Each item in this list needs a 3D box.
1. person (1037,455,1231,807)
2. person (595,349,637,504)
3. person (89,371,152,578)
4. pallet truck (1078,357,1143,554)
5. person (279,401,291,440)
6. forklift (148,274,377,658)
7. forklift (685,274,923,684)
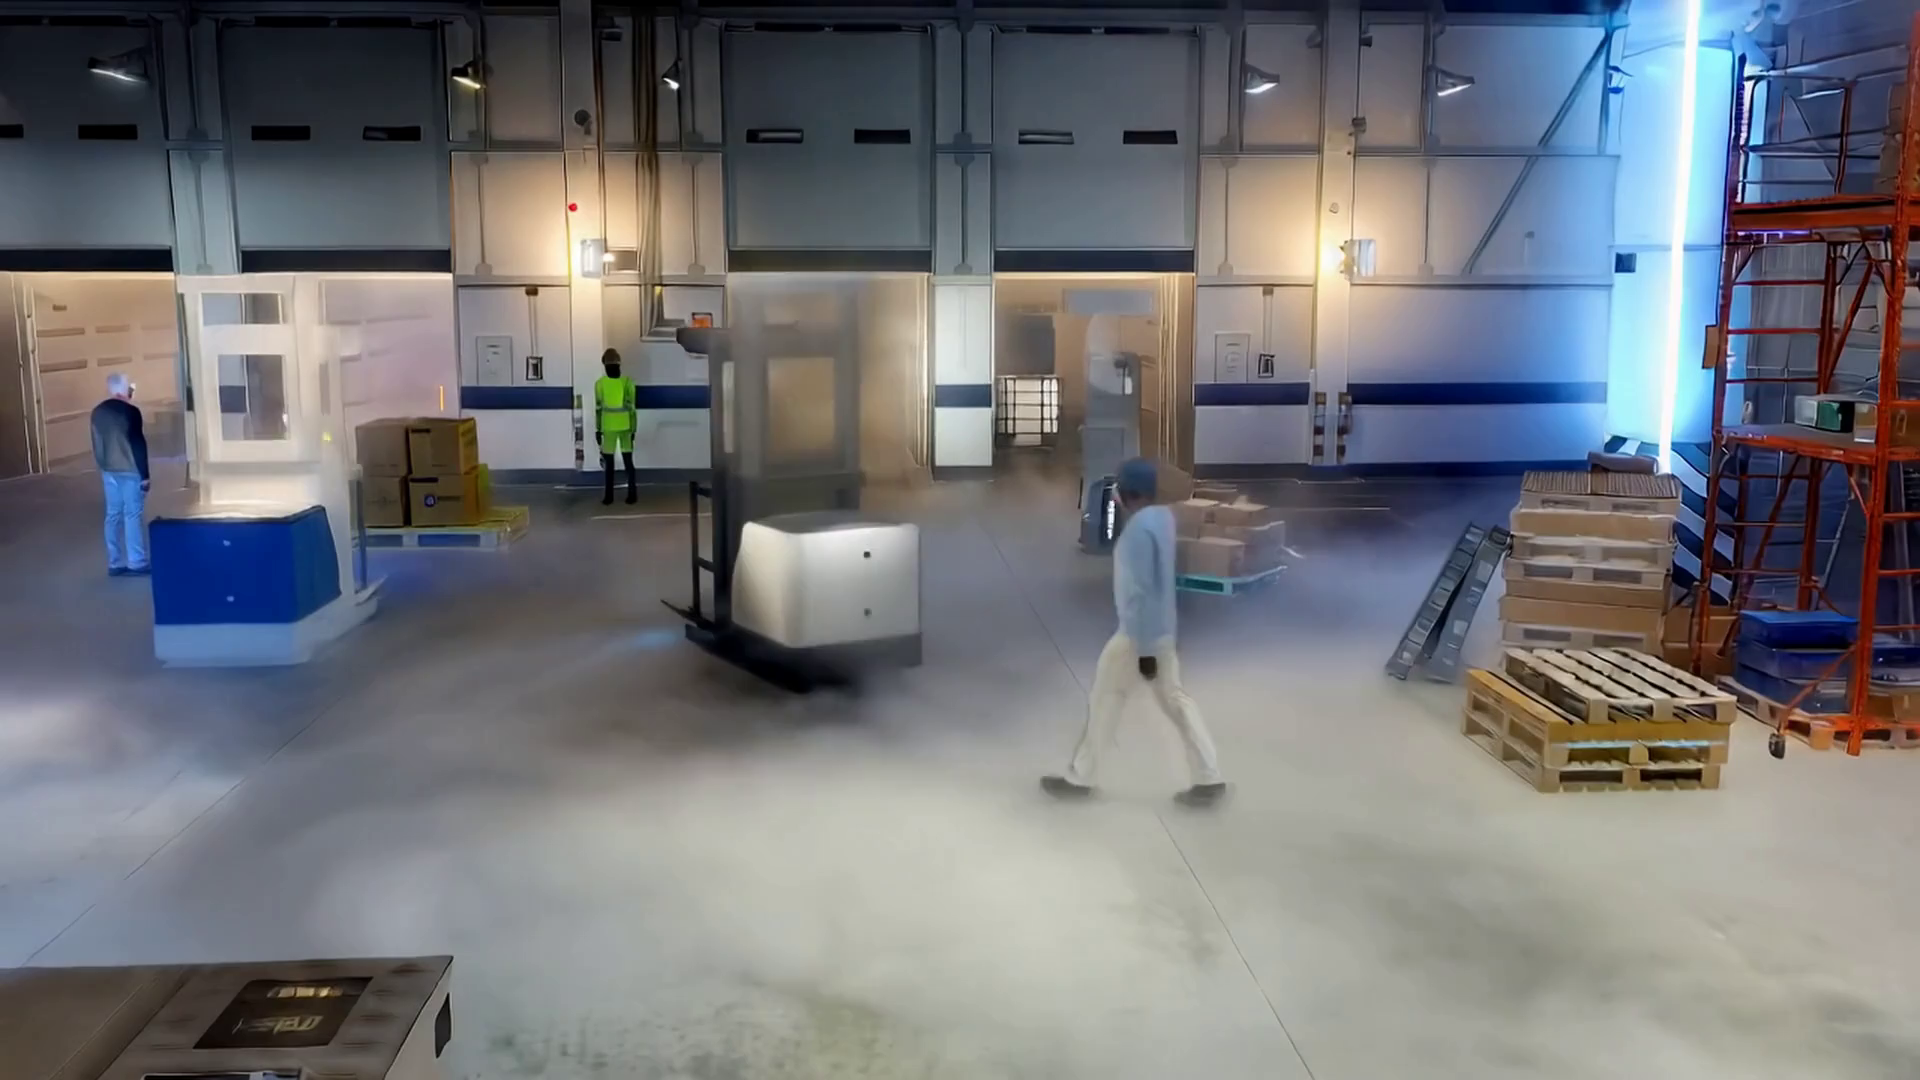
[{"bbox_3d":[0.964,0.491,8.789,1.049,1.888,0.643,3,10,20],"label":"person"},{"bbox_3d":[-4.242,-1.388,20.464,0.542,1.929,0.395,2,9,12],"label":"person"},{"bbox_3d":[-7.810,-0.609,15.538,0.627,1.934,0.370,4,10,26],"label":"person"},{"bbox_3d":[2.088,-0.836,16.757,1.885,1.965,0.823,2,9,13],"label":"pallet truck"},{"bbox_3d":[-6.387,-0.521,15.963,0.664,1.614,0.552,3,10,20],"label":"person"},{"bbox_3d":[-5.348,-0.627,12.681,1.129,2.768,1.873,-1,9,-4],"label":"forklift"},{"bbox_3d":[-1.151,-0.522,12.024,1.129,2.768,1.873,-5,10,-30],"label":"forklift"}]
